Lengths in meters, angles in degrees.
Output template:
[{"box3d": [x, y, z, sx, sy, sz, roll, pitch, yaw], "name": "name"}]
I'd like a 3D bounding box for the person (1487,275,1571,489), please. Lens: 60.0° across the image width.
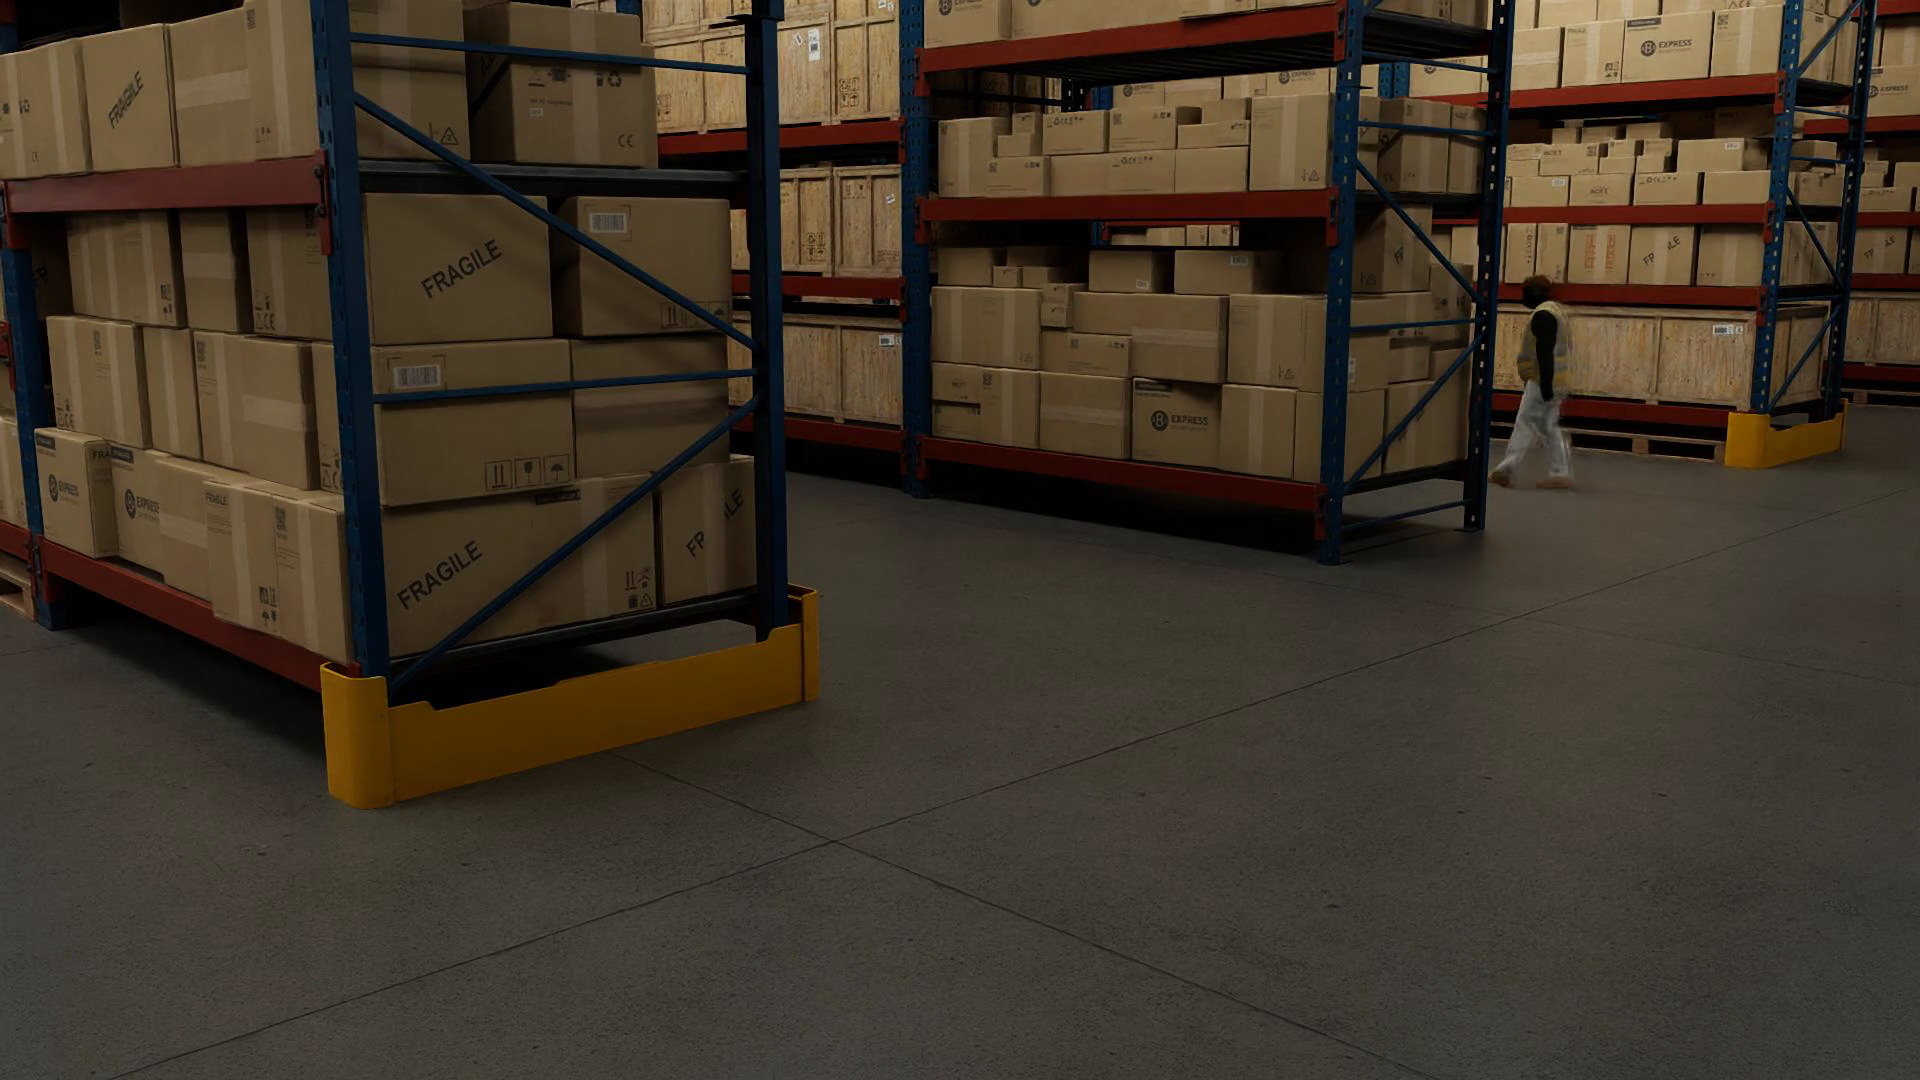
[{"box3d": [4.827, -1.324, 14.052, 0.796, 1.796, 0.712, 4, 11, 21], "name": "person"}]
